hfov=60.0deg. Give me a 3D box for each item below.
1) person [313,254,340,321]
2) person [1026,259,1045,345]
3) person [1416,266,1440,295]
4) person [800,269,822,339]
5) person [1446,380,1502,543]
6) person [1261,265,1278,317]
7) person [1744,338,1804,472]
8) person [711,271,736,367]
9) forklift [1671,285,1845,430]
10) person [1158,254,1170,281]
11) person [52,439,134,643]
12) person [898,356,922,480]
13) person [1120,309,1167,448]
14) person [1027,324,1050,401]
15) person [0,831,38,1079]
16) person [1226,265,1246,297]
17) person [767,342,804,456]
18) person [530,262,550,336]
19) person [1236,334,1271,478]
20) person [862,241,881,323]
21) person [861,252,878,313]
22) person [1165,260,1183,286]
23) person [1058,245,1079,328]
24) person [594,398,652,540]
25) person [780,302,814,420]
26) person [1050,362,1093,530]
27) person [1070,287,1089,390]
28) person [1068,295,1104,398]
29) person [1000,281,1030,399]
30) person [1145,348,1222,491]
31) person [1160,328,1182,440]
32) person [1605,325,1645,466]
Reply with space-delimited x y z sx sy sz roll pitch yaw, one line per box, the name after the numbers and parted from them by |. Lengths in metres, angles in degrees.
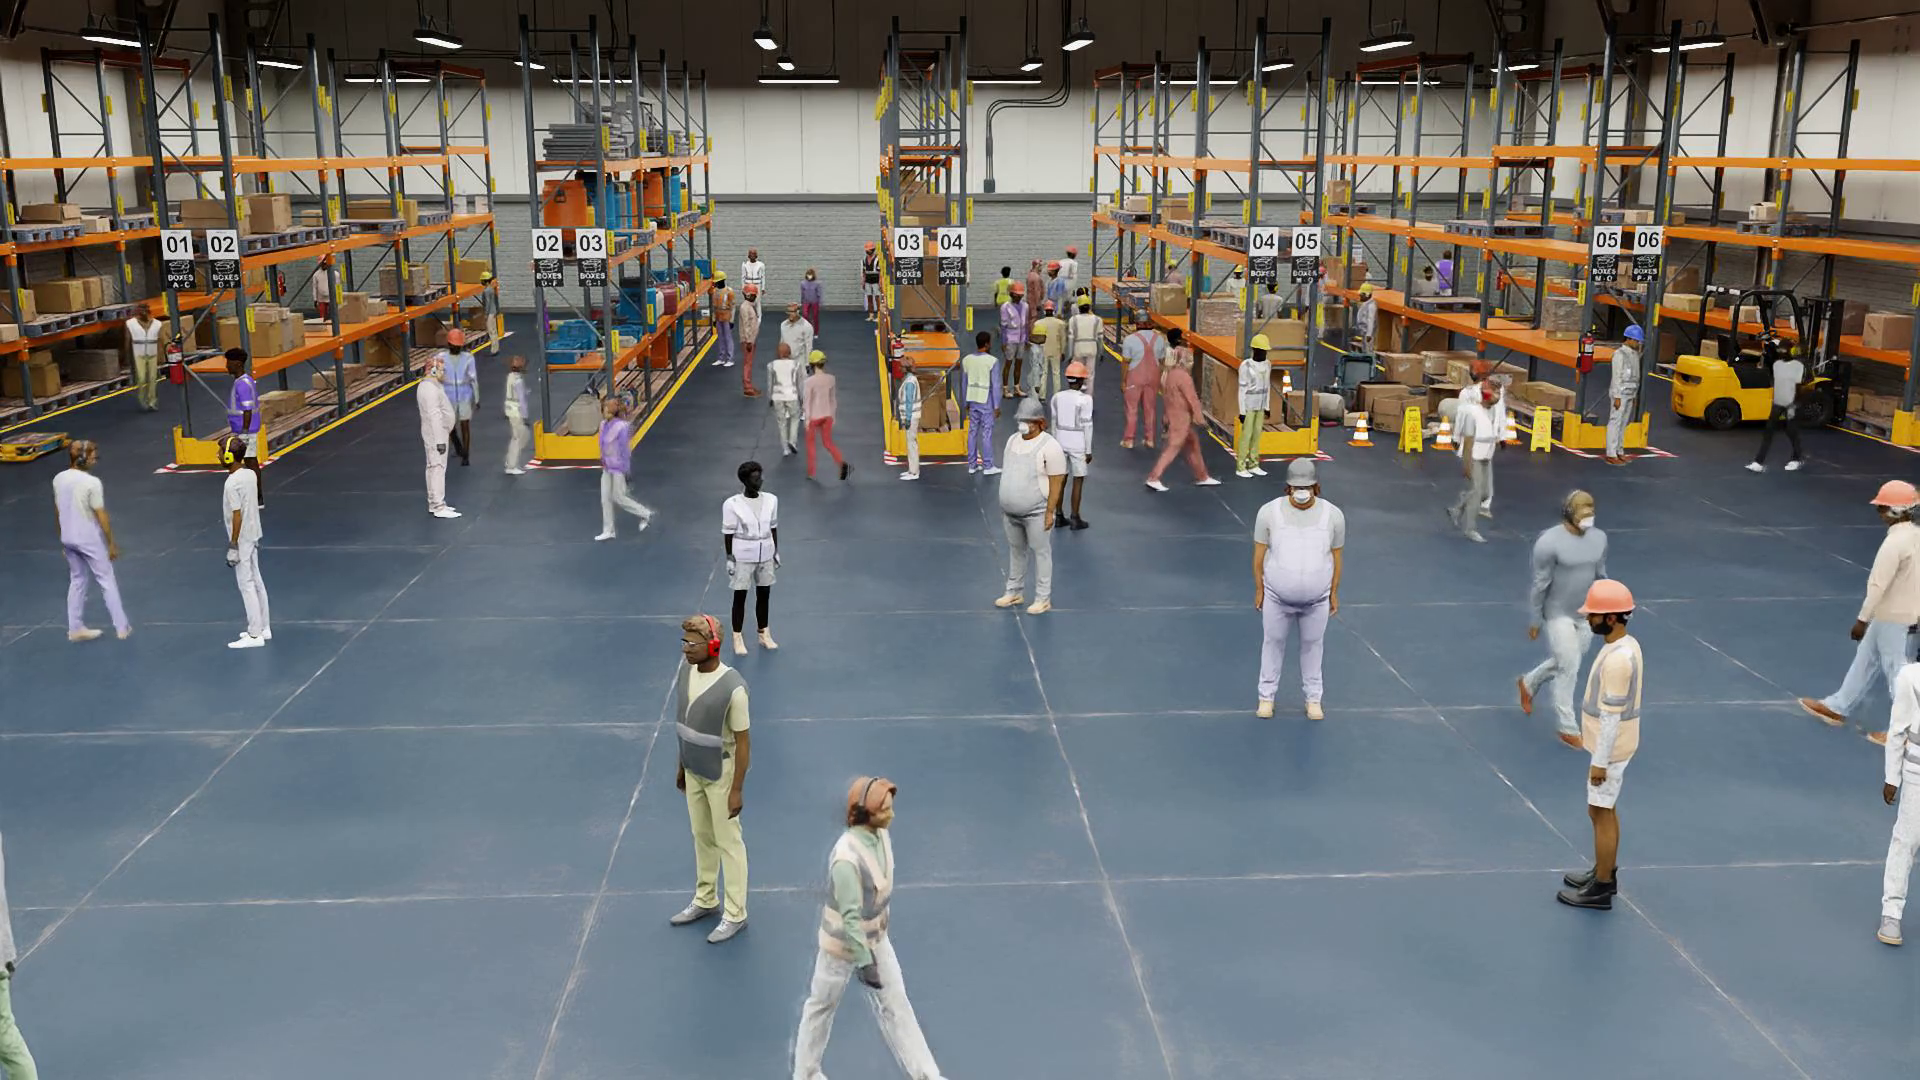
-14.106 -5.359 37.066 0.610 1.996 0.379 -1 13 -4 | person
1.687 -5.287 36.984 0.394 1.899 0.641 -3 14 -13 | person
10.179 -5.016 36.022 0.663 1.801 0.981 -3 14 -12 | person
-3.422 -5.361 37.924 0.527 1.600 0.755 2 13 9 | person
5.721 -0.899 18.535 0.562 1.829 0.536 -11 17 -39 | person
8.023 -6.598 43.091 0.500 1.633 0.280 -10 17 -37 | person
11.118 -1.811 22.425 0.978 1.824 0.541 -6 15 -24 | person
-4.747 -4.428 33.292 0.587 1.916 0.393 11 17 40 | person
12.503 -2.886 26.166 2.313 2.155 1.214 -1 13 -3 | forklift
5.306 -6.626 43.194 0.312 1.642 0.512 5 14 19 | person
-7.696 0.006 14.704 0.565 1.828 0.468 4 14 17 | person
-0.660 -1.612 21.981 0.311 1.631 0.508 0 13 -1 | person
2.632 -2.365 24.288 0.684 2.000 0.535 -5 14 -22 | person
1.166 -2.366 24.956 0.342 1.735 0.483 1 13 3 | person
-4.149 1.811 6.989 0.314 1.860 0.508 -1 13 -4 | person
6.216 -5.297 37.295 0.532 1.767 0.328 0 13 1 | person
-2.472 -1.994 23.591 0.533 1.617 0.352 0 13 0 | person
-9.807 -5.630 38.750 0.347 1.741 0.568 -9 16 -33 | person
3.917 -1.770 22.051 0.582 1.916 0.427 -12 18 -41 | person
-2.218 -6.476 41.743 0.613 2.028 0.409 9 16 33 | person
-2.362 -6.904 44.106 0.531 1.767 0.318 3 14 13 | person
4.992 -5.744 39.315 0.528 1.727 0.894 -2 13 -9 | person
2.609 -6.126 40.274 0.541 2.014 0.634 -11 17 -40 | person
-3.797 -0.799 18.571 0.576 1.613 0.537 -12 18 -41 | person
-2.651 -2.875 26.766 0.641 1.899 0.395 8 16 31 | person
1.302 -1.081 19.125 0.546 1.919 0.421 10 17 36 | person
2.163 -3.636 30.062 0.317 1.867 0.525 -7 15 -29 | person
2.100 -3.151 27.941 0.615 1.888 0.789 -1 13 -2 | person
0.982 -3.490 29.052 0.615 2.039 0.387 -10 17 -36 | person
2.858 -1.535 21.238 1.031 1.836 0.629 -1 13 -3 | person
3.160 -2.337 24.928 0.320 1.686 0.542 2 13 10 | person
9.167 -1.998 22.950 0.398 1.939 0.602 11 17 40 | person
